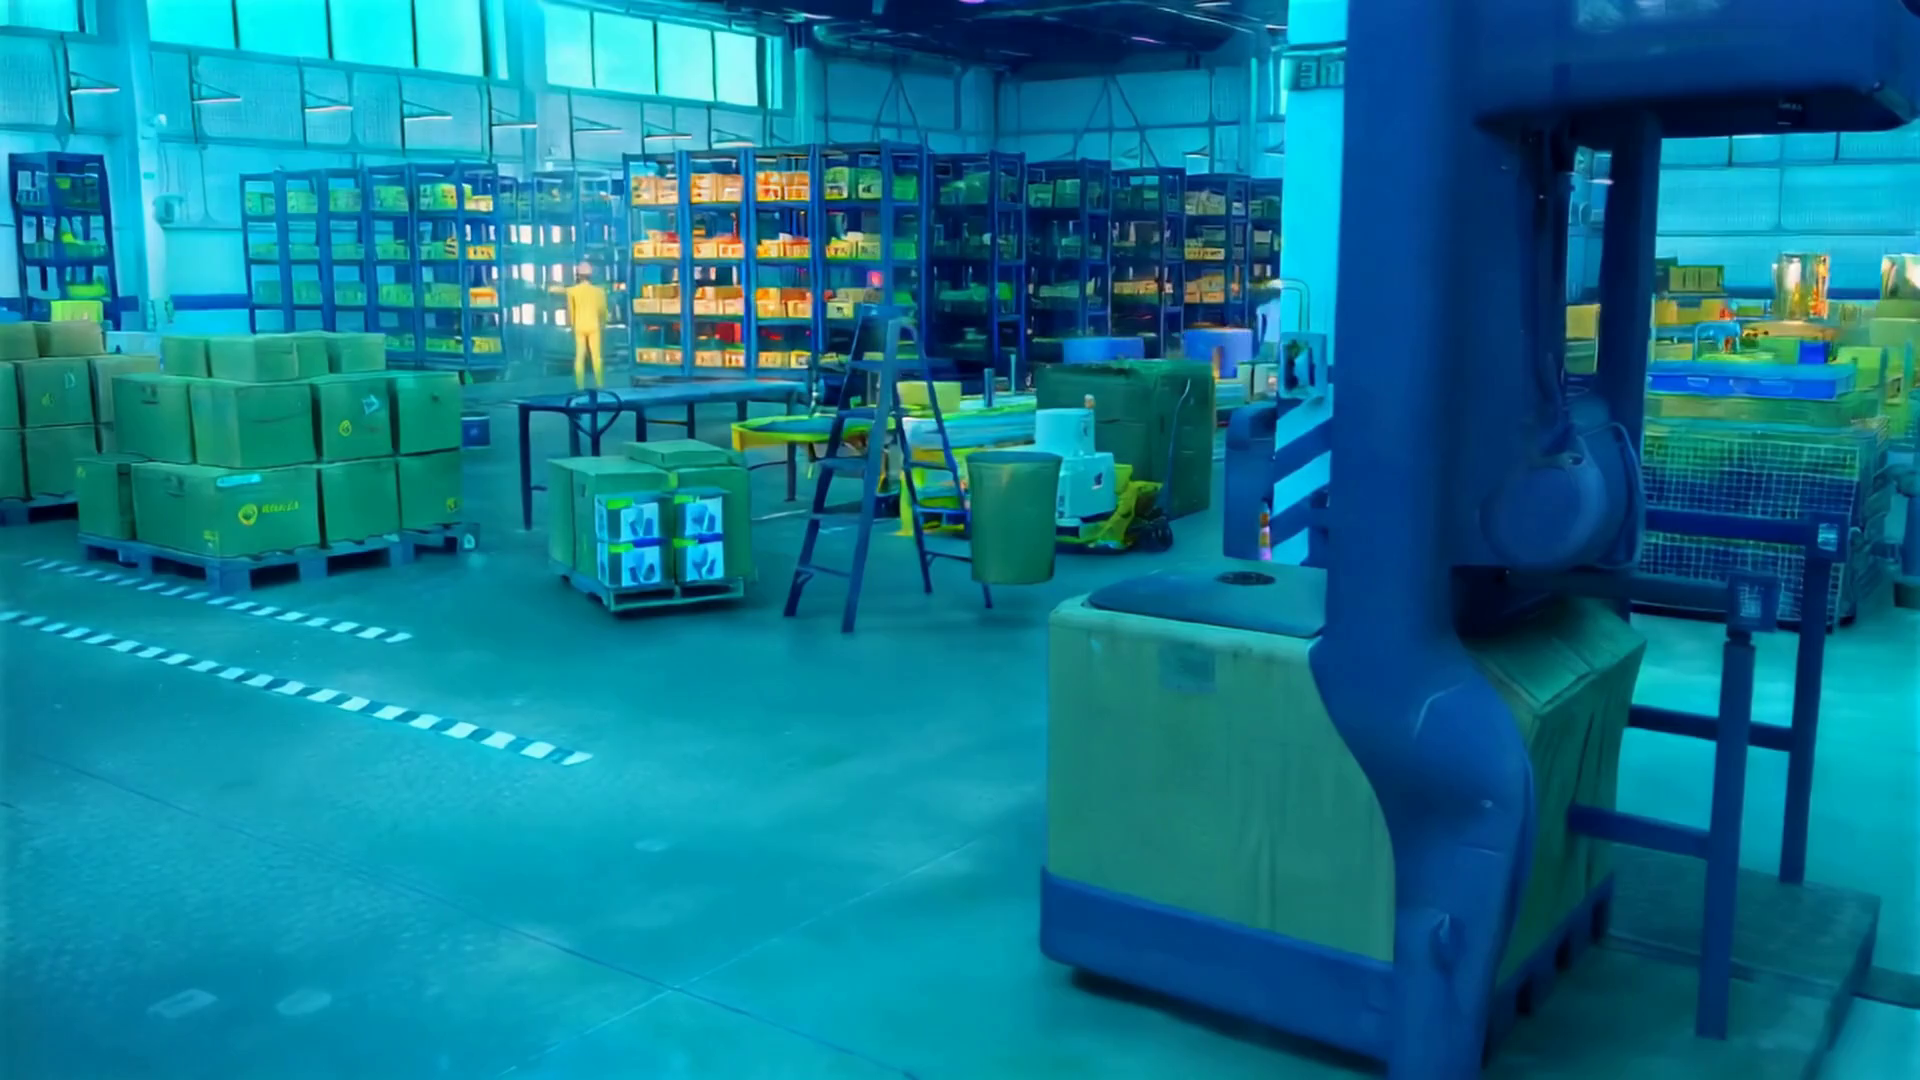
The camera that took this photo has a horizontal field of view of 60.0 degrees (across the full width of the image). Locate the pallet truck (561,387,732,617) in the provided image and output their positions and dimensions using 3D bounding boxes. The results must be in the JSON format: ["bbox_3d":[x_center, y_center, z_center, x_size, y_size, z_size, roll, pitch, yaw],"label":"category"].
[{"bbox_3d":[-1.981,-0.274,10.088,0.680,1.201,1.601,-5,11,-28],"label":"pallet truck"}]

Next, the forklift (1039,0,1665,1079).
[{"bbox_3d":[1.249,-0.137,4.360,1.873,2.768,1.129,7,12,35],"label":"forklift"}]

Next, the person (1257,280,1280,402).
[{"bbox_3d":[4.490,-2.826,23.716,0.550,1.750,0.381,6,11,34],"label":"person"}]

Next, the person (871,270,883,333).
[{"bbox_3d":[-1.705,-4.520,33.578,0.404,1.832,0.594,1,10,6],"label":"person"}]

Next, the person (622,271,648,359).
[{"bbox_3d":[-6.733,-4.649,34.357,0.439,1.824,0.587,5,11,27],"label":"person"}]

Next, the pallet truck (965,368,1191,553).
[{"bbox_3d":[0.845,-0.609,11.869,1.630,1.274,0.653,7,12,35],"label":"pallet truck"}]

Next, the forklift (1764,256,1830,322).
[{"bbox_3d":[20.253,-5.854,40.139,1.157,1.987,2.680,7,12,35],"label":"forklift"}]

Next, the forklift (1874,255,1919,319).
[{"bbox_3d":[22.089,-5.634,38.796,1.157,1.987,2.680,6,11,33],"label":"forklift"}]

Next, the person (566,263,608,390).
[{"bbox_3d":[-5.633,-3.189,25.184,0.624,1.987,0.407,0,10,1],"label":"person"}]
